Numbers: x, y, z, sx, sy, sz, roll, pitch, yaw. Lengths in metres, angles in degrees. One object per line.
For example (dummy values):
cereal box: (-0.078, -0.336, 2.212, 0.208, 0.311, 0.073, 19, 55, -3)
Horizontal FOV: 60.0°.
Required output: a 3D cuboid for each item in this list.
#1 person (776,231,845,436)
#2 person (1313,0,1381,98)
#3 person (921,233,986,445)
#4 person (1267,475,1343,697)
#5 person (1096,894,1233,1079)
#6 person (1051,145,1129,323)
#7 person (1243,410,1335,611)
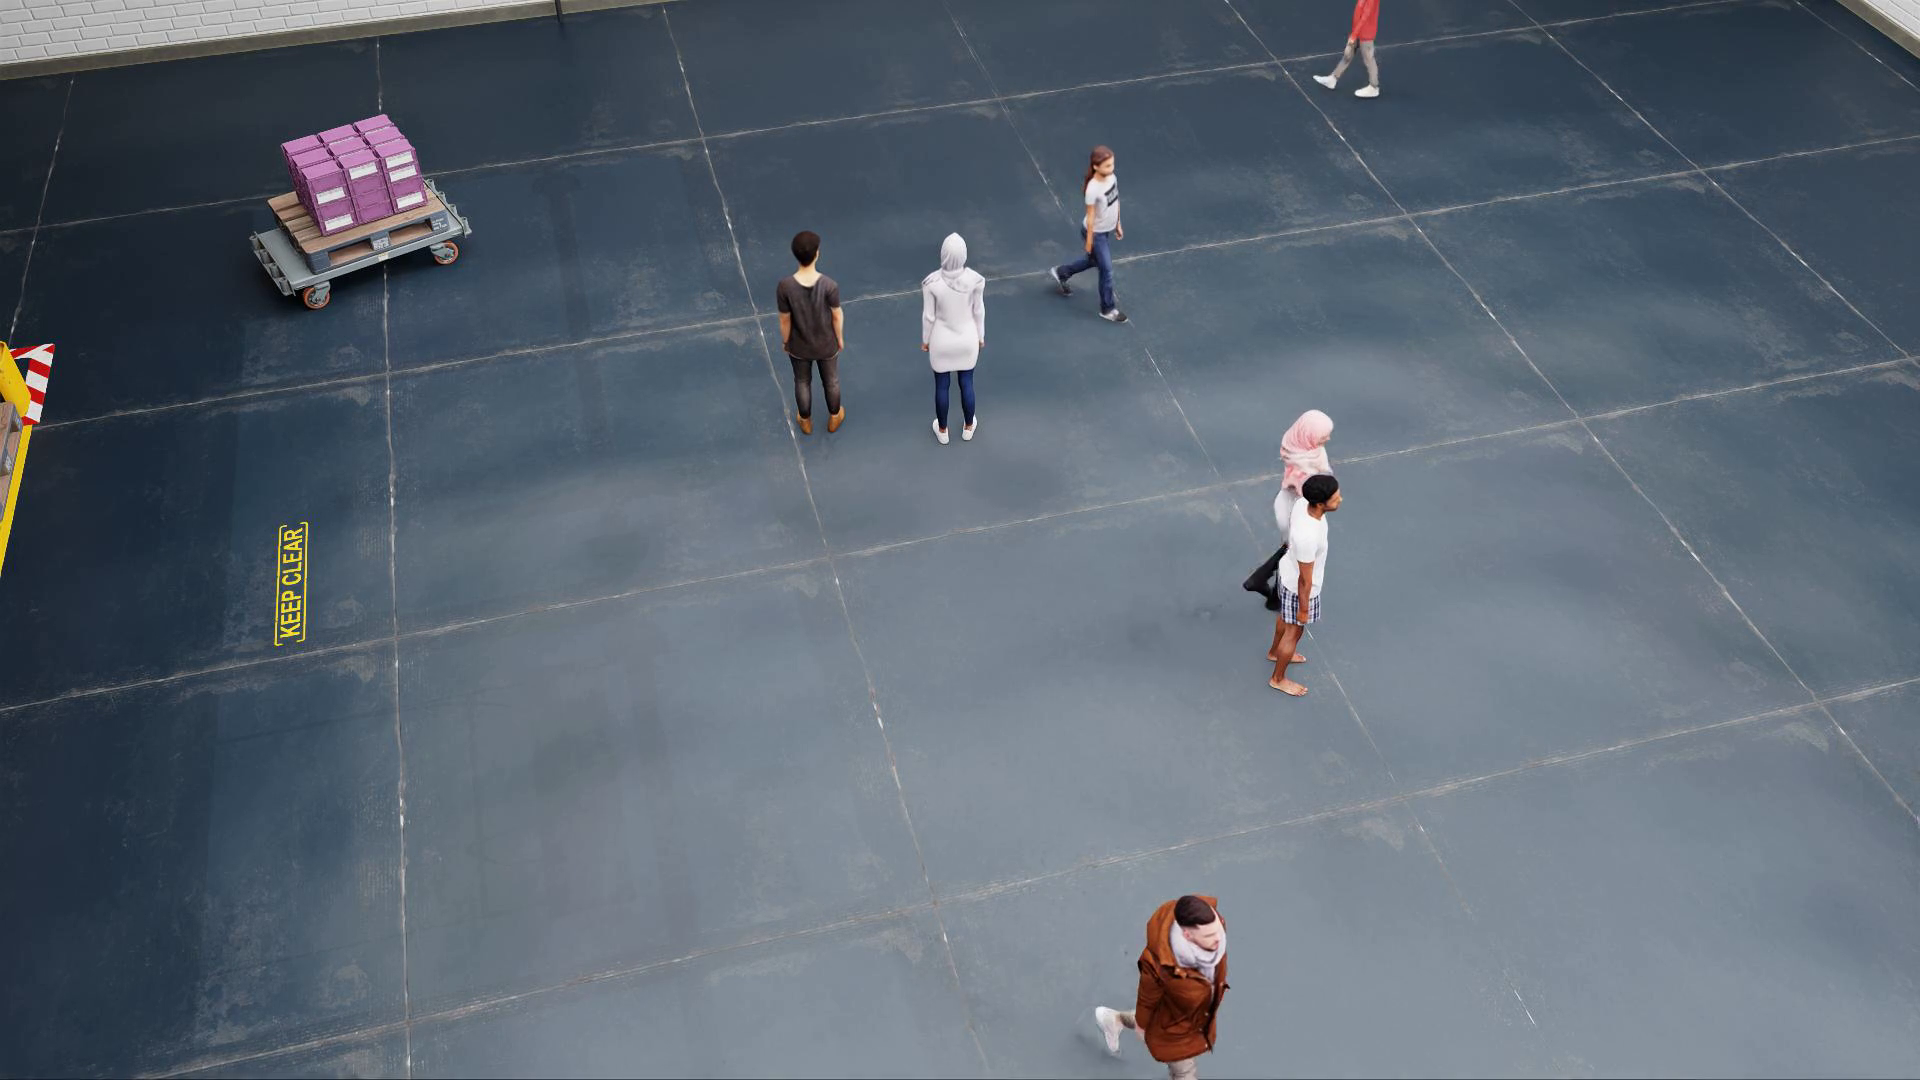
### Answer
person: (-1.090, -1.505, 12.295, 0.667, 1.710, 0.621, -2, 44, -2)
person: (4.003, -4.938, 16.132, 0.800, 1.390, 0.896, 4, 44, 4)
person: (-0.050, -1.463, 12.204, 0.648, 1.775, 0.574, -4, 44, -5)
person: (2.136, 0.249, 10.438, 0.762, 1.734, 0.607, 5, 44, 6)
person: (1.012, 2.288, 8.242, 1.222, 1.810, 1.066, 32, 52, 29)
person: (1.075, -2.527, 13.493, 1.013, 1.539, 0.961, 22, 48, 21)
person: (2.097, -0.147, 10.815, 0.804, 1.788, 0.718, 0, 44, 0)
